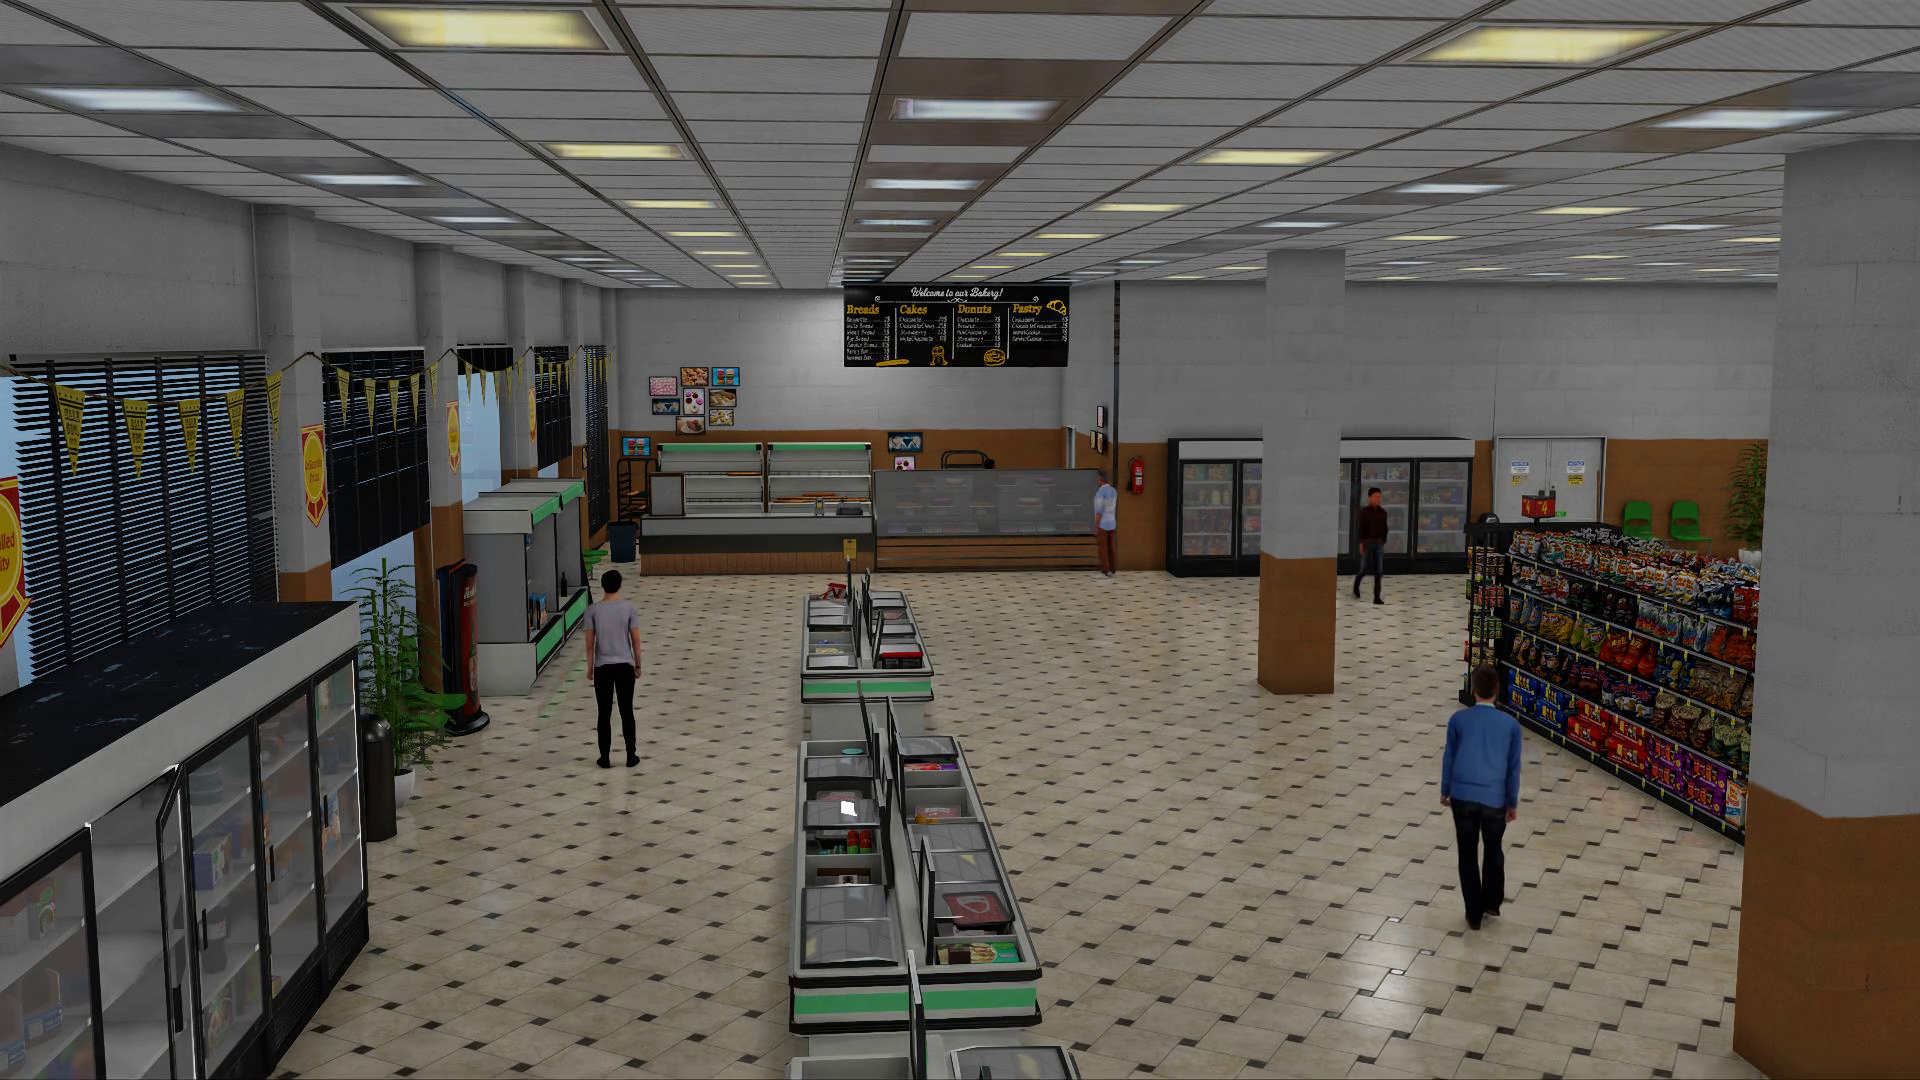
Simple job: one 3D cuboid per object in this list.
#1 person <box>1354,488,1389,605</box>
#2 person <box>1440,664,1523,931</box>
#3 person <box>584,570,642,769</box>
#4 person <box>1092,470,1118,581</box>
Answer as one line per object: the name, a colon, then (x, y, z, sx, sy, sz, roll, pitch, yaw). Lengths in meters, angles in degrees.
person: (6.206, 0.096, 25.263, 0.659, 1.749, 1.091, -1, 7, -7)
person: (3.537, 1.755, 11.301, 0.736, 1.804, 0.717, 2, 7, 13)
person: (-3.249, 1.205, 15.605, 0.679, 1.863, 0.573, -1, 7, -11)
person: (2.442, -0.234, 27.913, 0.812, 1.767, 0.746, 5, 9, 38)
